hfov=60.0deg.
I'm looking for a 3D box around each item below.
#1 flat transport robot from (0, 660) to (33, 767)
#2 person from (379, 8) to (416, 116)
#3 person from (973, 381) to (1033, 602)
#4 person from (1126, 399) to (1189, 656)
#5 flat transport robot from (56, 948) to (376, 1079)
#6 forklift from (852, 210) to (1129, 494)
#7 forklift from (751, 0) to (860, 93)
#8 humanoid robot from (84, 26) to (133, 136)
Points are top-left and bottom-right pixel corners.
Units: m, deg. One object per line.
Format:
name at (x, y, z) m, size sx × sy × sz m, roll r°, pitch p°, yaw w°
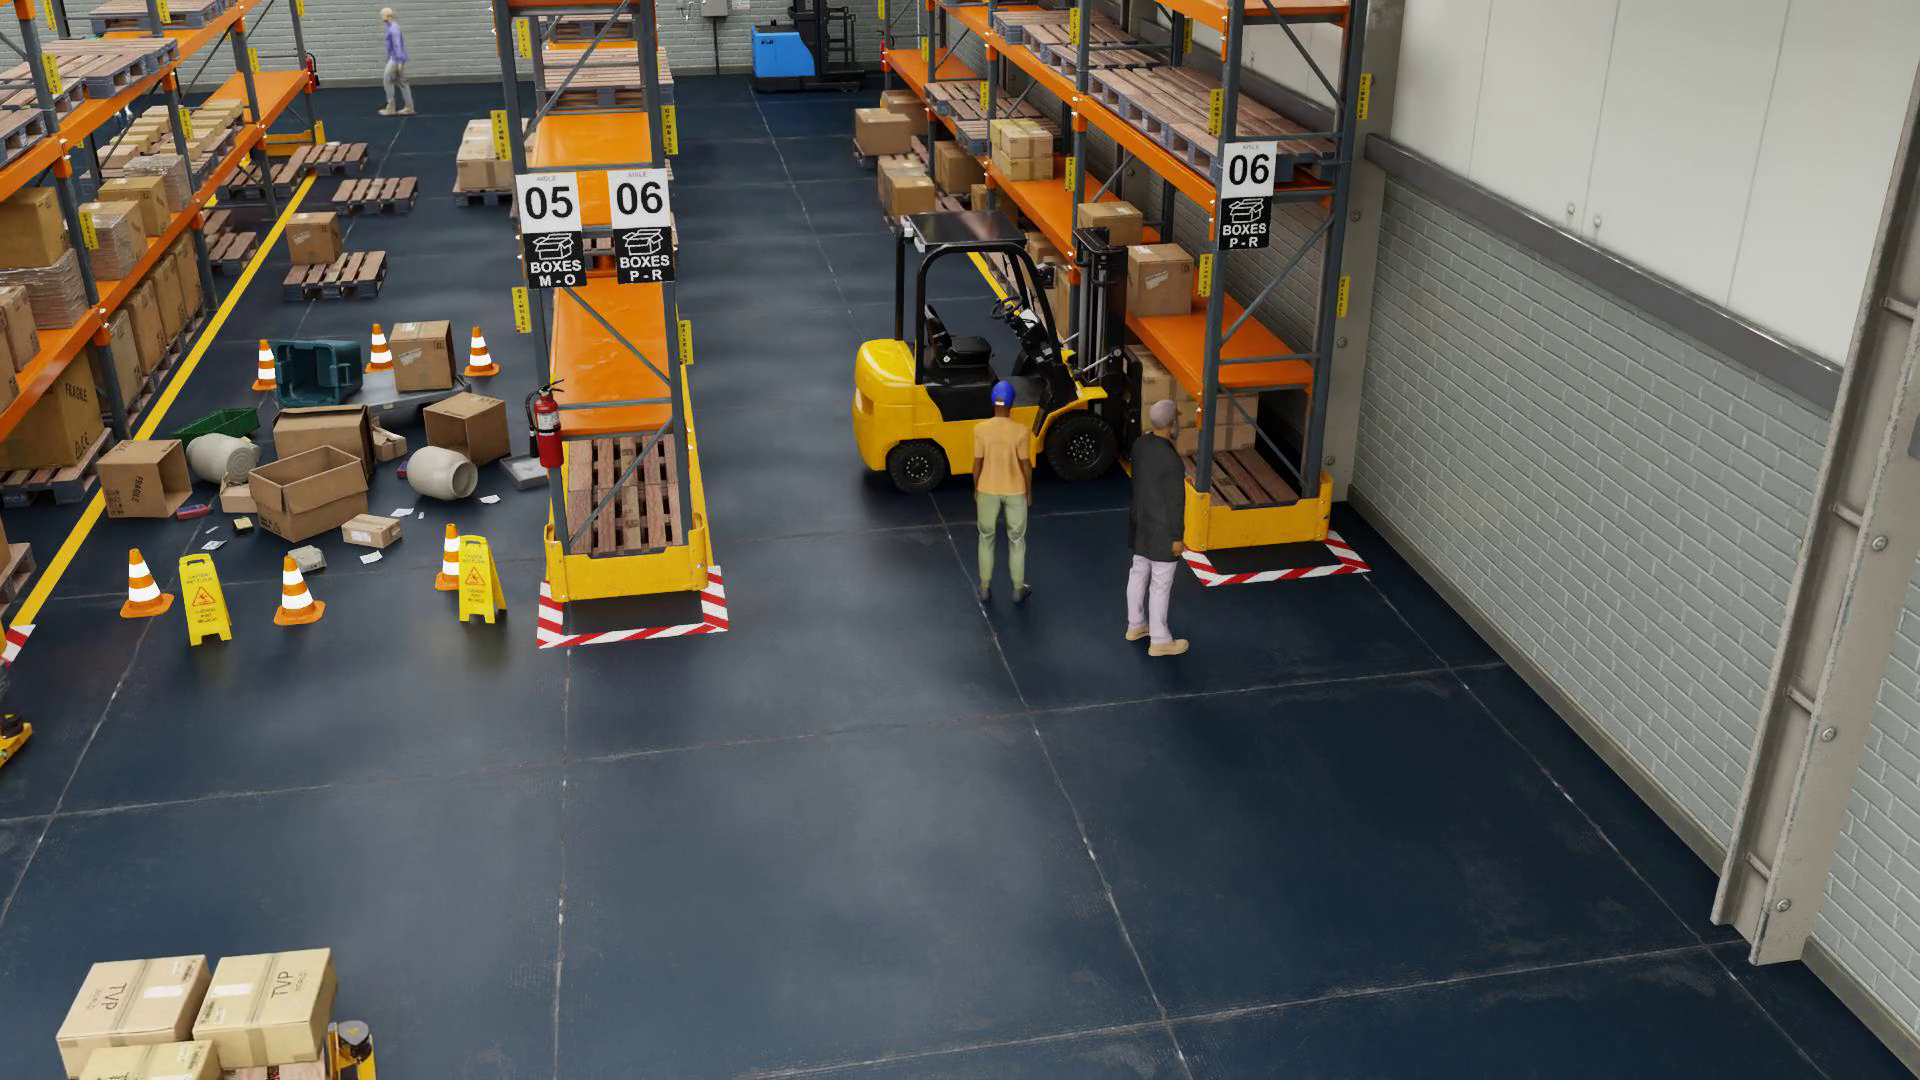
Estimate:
flat transport robot at (-6.687, 1.312, 10.396) m, size 1.431 × 0.231 × 0.659 m, roll 0°, pitch 26°, yaw 1°
person at (-9.730, -8.126, 28.304) m, size 0.727 × 1.777 × 0.598 m, roll -8°, pitch 27°, yaw -17°
person at (0.315, -0.356, 12.197) m, size 0.439 × 1.718 × 0.353 m, roll 4°, pitch 26°, yaw 8°
person at (1.360, -0.087, 11.477) m, size 0.405 × 1.856 × 0.533 m, roll -13°, pitch 29°, yaw -25°
flat transport robot at (-3.425, 2.649, 7.611) m, size 1.431 × 0.231 × 0.659 m, roll -10°, pitch 27°, yaw -19°
forklift at (0.216, -1.659, 14.366) m, size 2.313 × 2.155 × 1.214 m, roll -5°, pitch 26°, yaw -10°
forklift at (-2.872, -9.679, 30.288) m, size 1.873 × 2.768 × 1.129 m, roll -5°, pitch 26°, yaw -10°
humanoid robot at (-13.502, -7.199, 26.561) m, size 0.541 × 1.898 × 0.724 m, roll -22°, pitch 33°, yaw -38°
